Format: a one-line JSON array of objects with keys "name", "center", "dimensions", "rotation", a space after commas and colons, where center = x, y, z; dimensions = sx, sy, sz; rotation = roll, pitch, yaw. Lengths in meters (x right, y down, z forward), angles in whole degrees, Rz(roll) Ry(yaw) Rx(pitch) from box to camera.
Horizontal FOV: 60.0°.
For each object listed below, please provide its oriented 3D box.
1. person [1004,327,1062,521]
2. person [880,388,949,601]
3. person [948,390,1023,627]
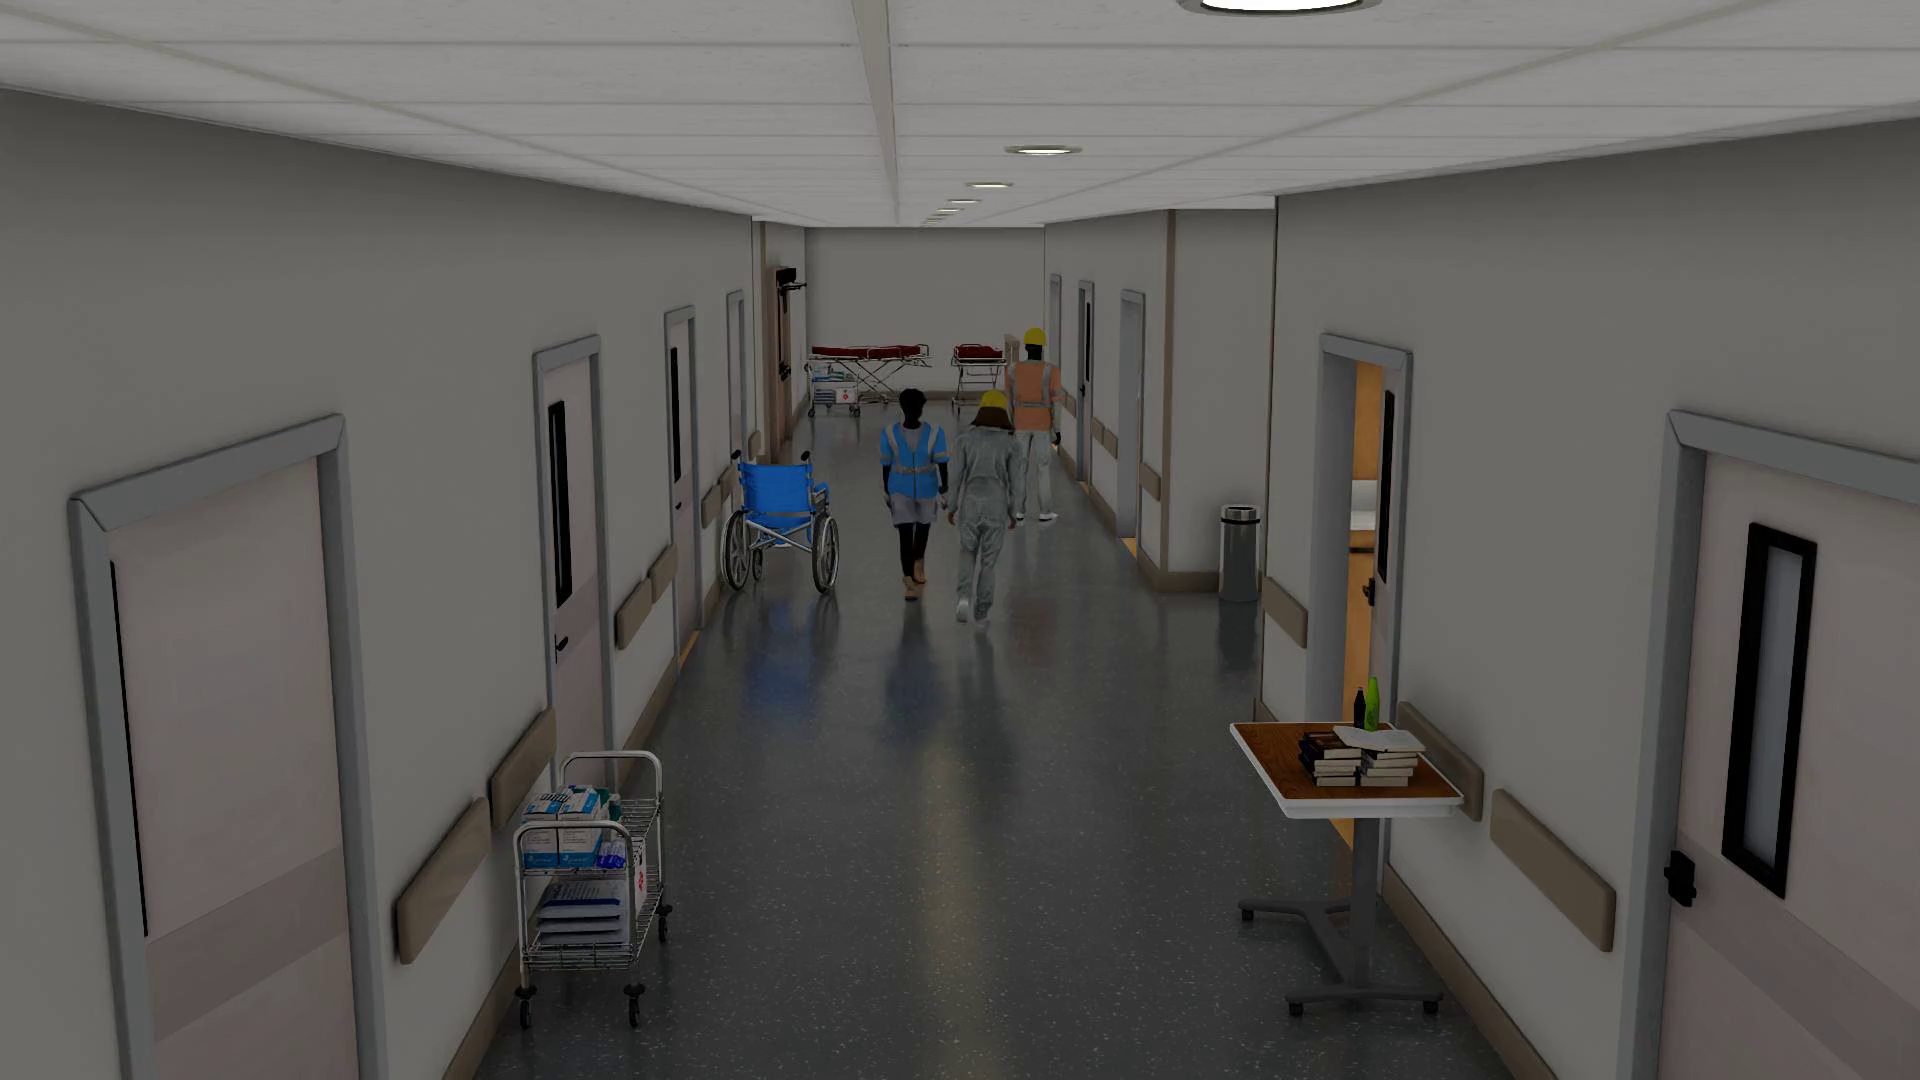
[{"name": "person", "center": [0.732, -1.146, 16.561], "dimensions": [0.587, 1.927, 0.367], "rotation": [3, 11, 17]}, {"name": "person", "center": [-0.364, -0.396, 13.182], "dimensions": [0.535, 1.651, 0.893], "rotation": [-1, 10, -6]}, {"name": "person", "center": [0.185, -0.216, 11.963], "dimensions": [0.530, 1.707, 0.484], "rotation": [2, 10, 9]}]
